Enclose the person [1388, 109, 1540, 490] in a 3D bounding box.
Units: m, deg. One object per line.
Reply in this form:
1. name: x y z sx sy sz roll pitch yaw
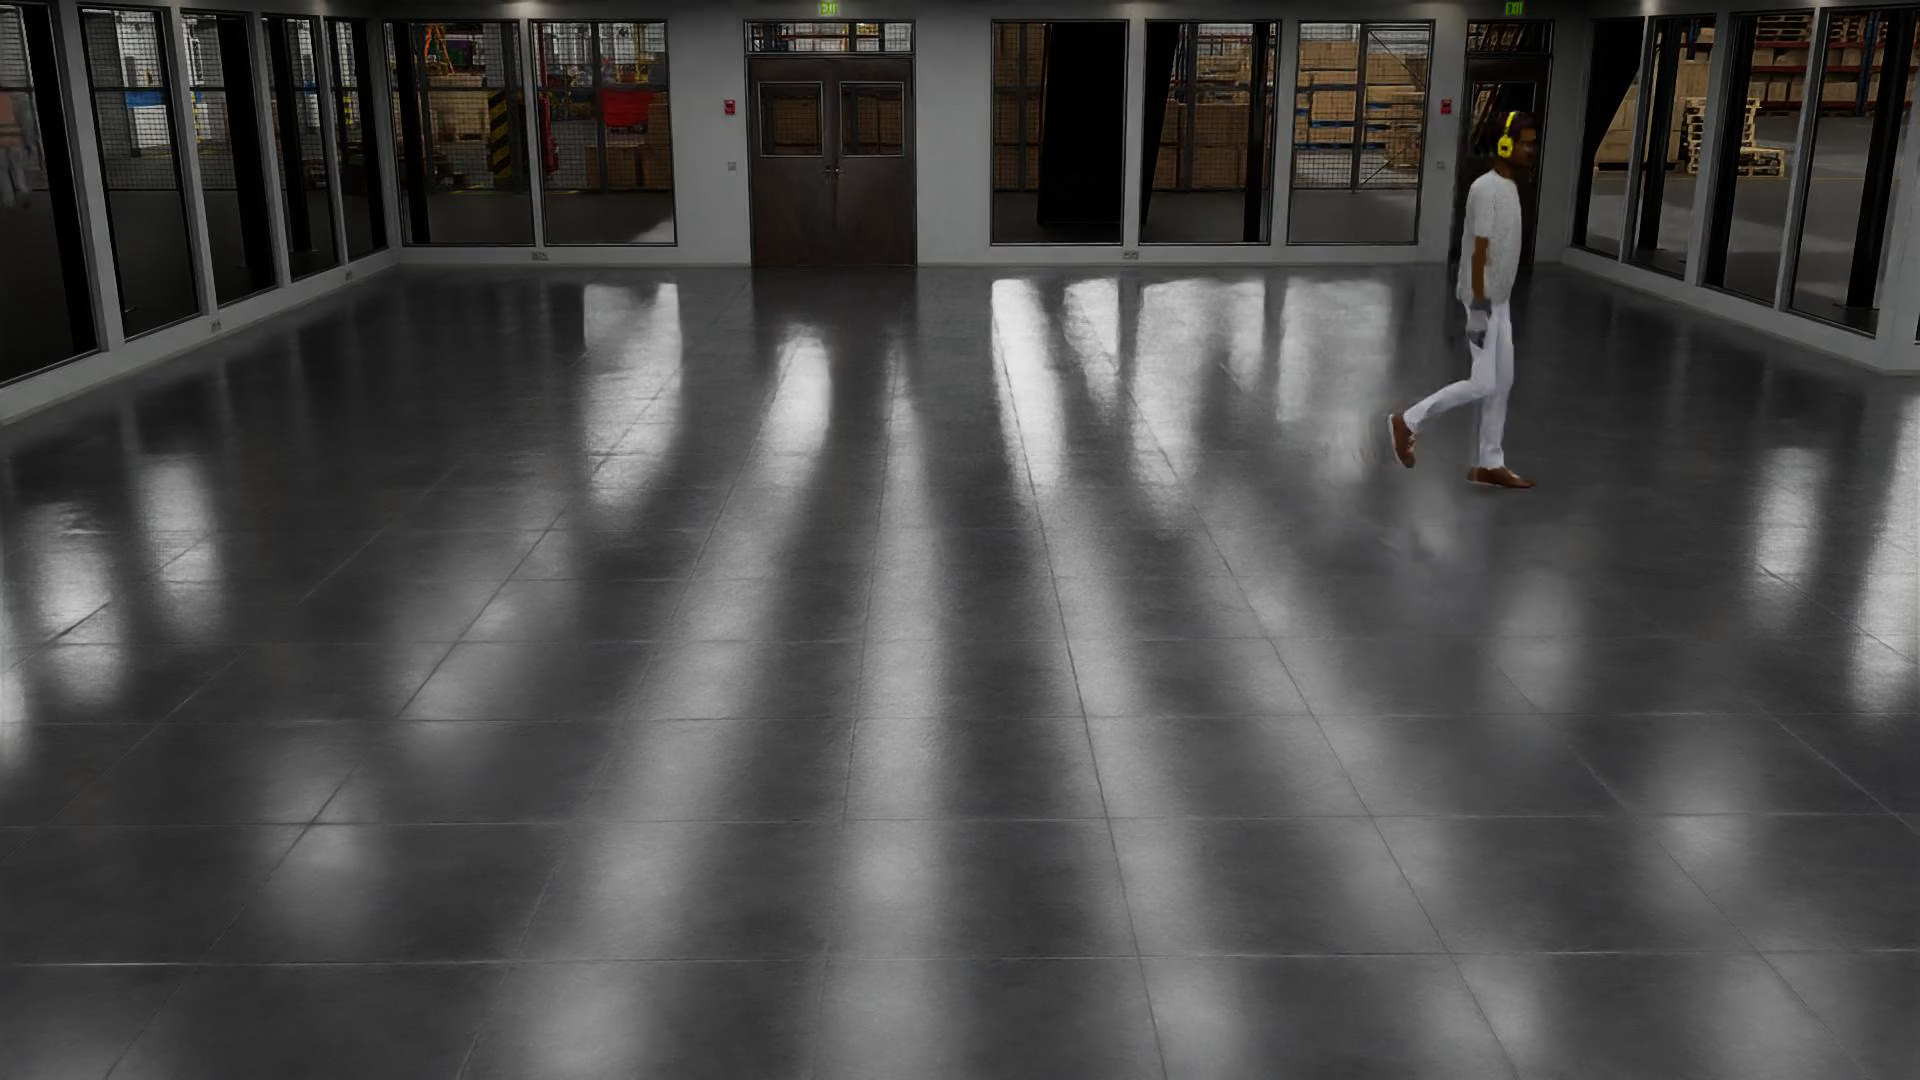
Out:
1. person: 2.545 -1.171 8.188 0.653 1.853 0.535 11 20 34
